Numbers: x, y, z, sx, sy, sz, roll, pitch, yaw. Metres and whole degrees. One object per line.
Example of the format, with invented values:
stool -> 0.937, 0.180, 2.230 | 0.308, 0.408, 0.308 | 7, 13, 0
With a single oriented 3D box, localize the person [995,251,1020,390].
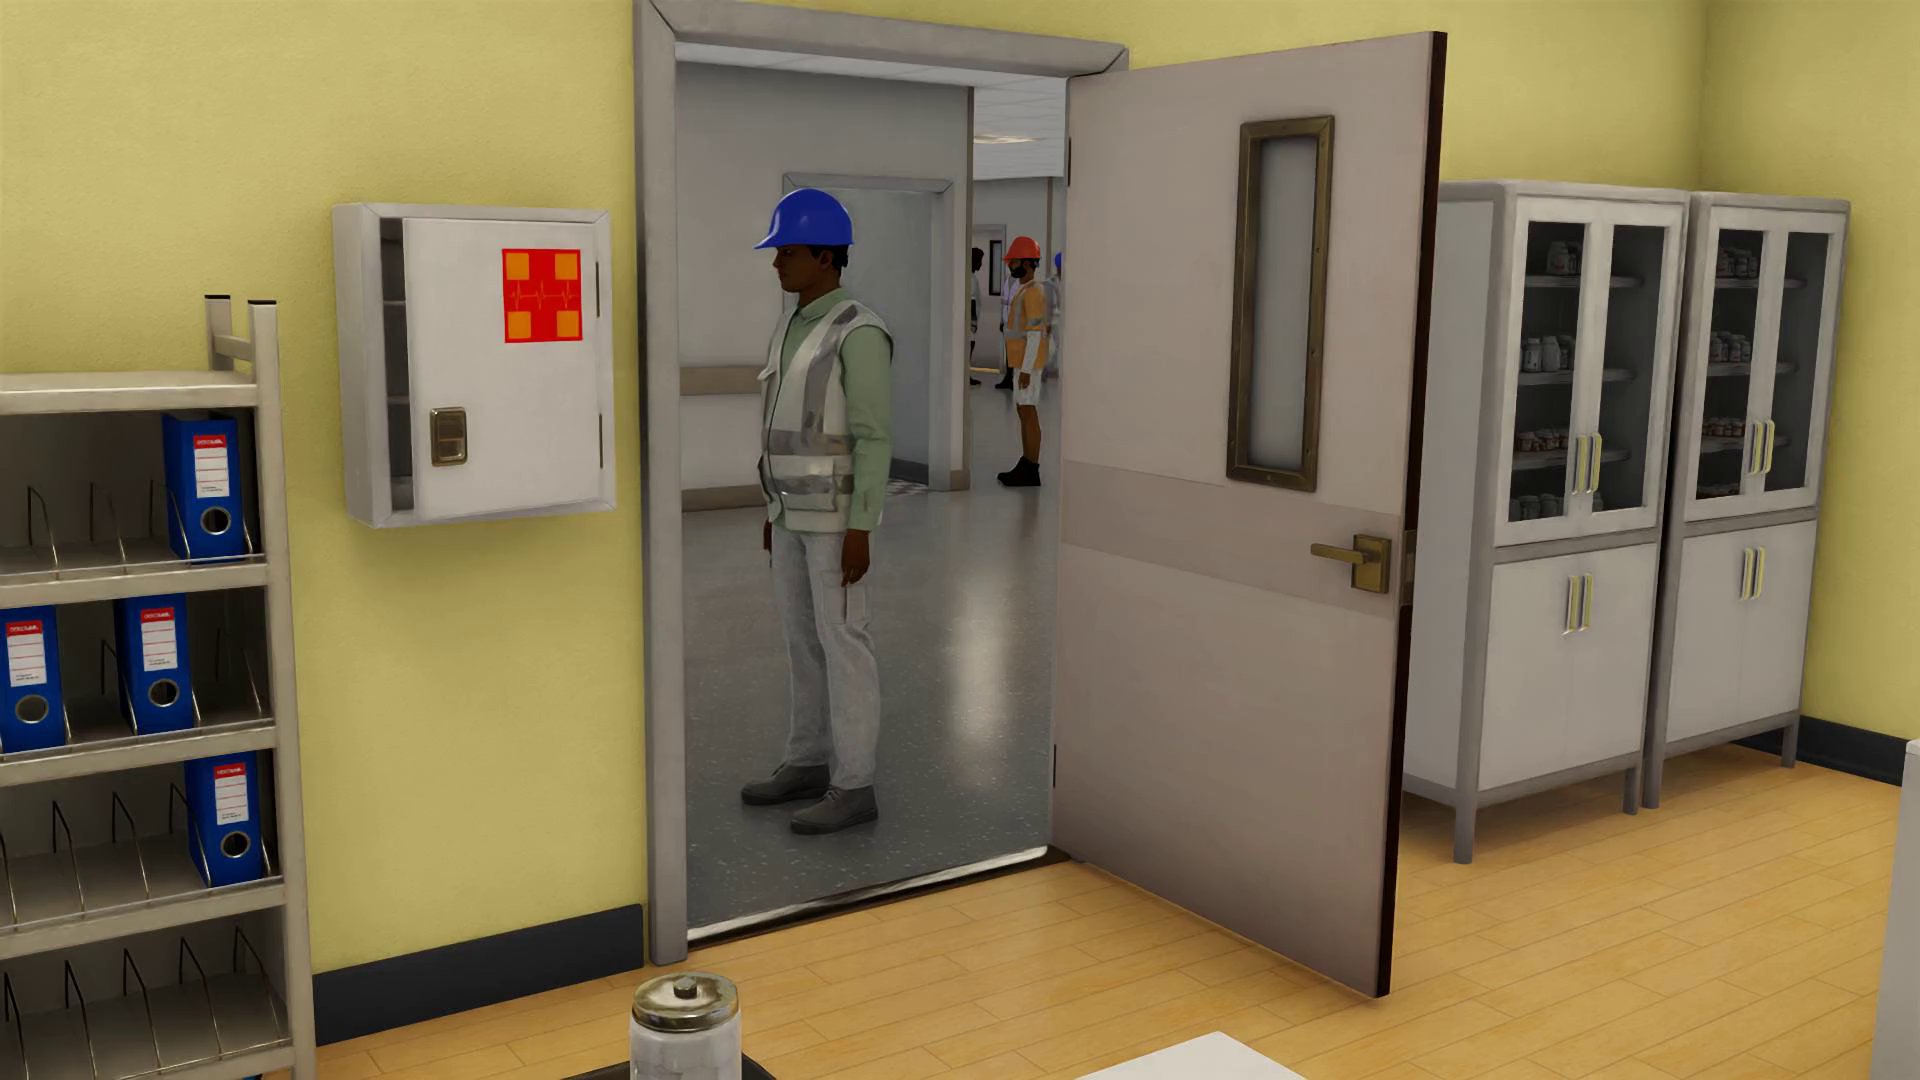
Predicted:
person -> 0.744, -3.021, 22.795 | 0.544, 1.935, 0.361 | 10, 13, 44

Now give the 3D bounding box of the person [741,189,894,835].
person -> -0.437, -0.086, 5.112 | 0.389, 1.946, 0.614 | -5, 11, -33

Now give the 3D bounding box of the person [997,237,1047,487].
person -> 0.492, -1.383, 12.974 | 0.357, 1.938, 0.543 | 0, 10, -5
